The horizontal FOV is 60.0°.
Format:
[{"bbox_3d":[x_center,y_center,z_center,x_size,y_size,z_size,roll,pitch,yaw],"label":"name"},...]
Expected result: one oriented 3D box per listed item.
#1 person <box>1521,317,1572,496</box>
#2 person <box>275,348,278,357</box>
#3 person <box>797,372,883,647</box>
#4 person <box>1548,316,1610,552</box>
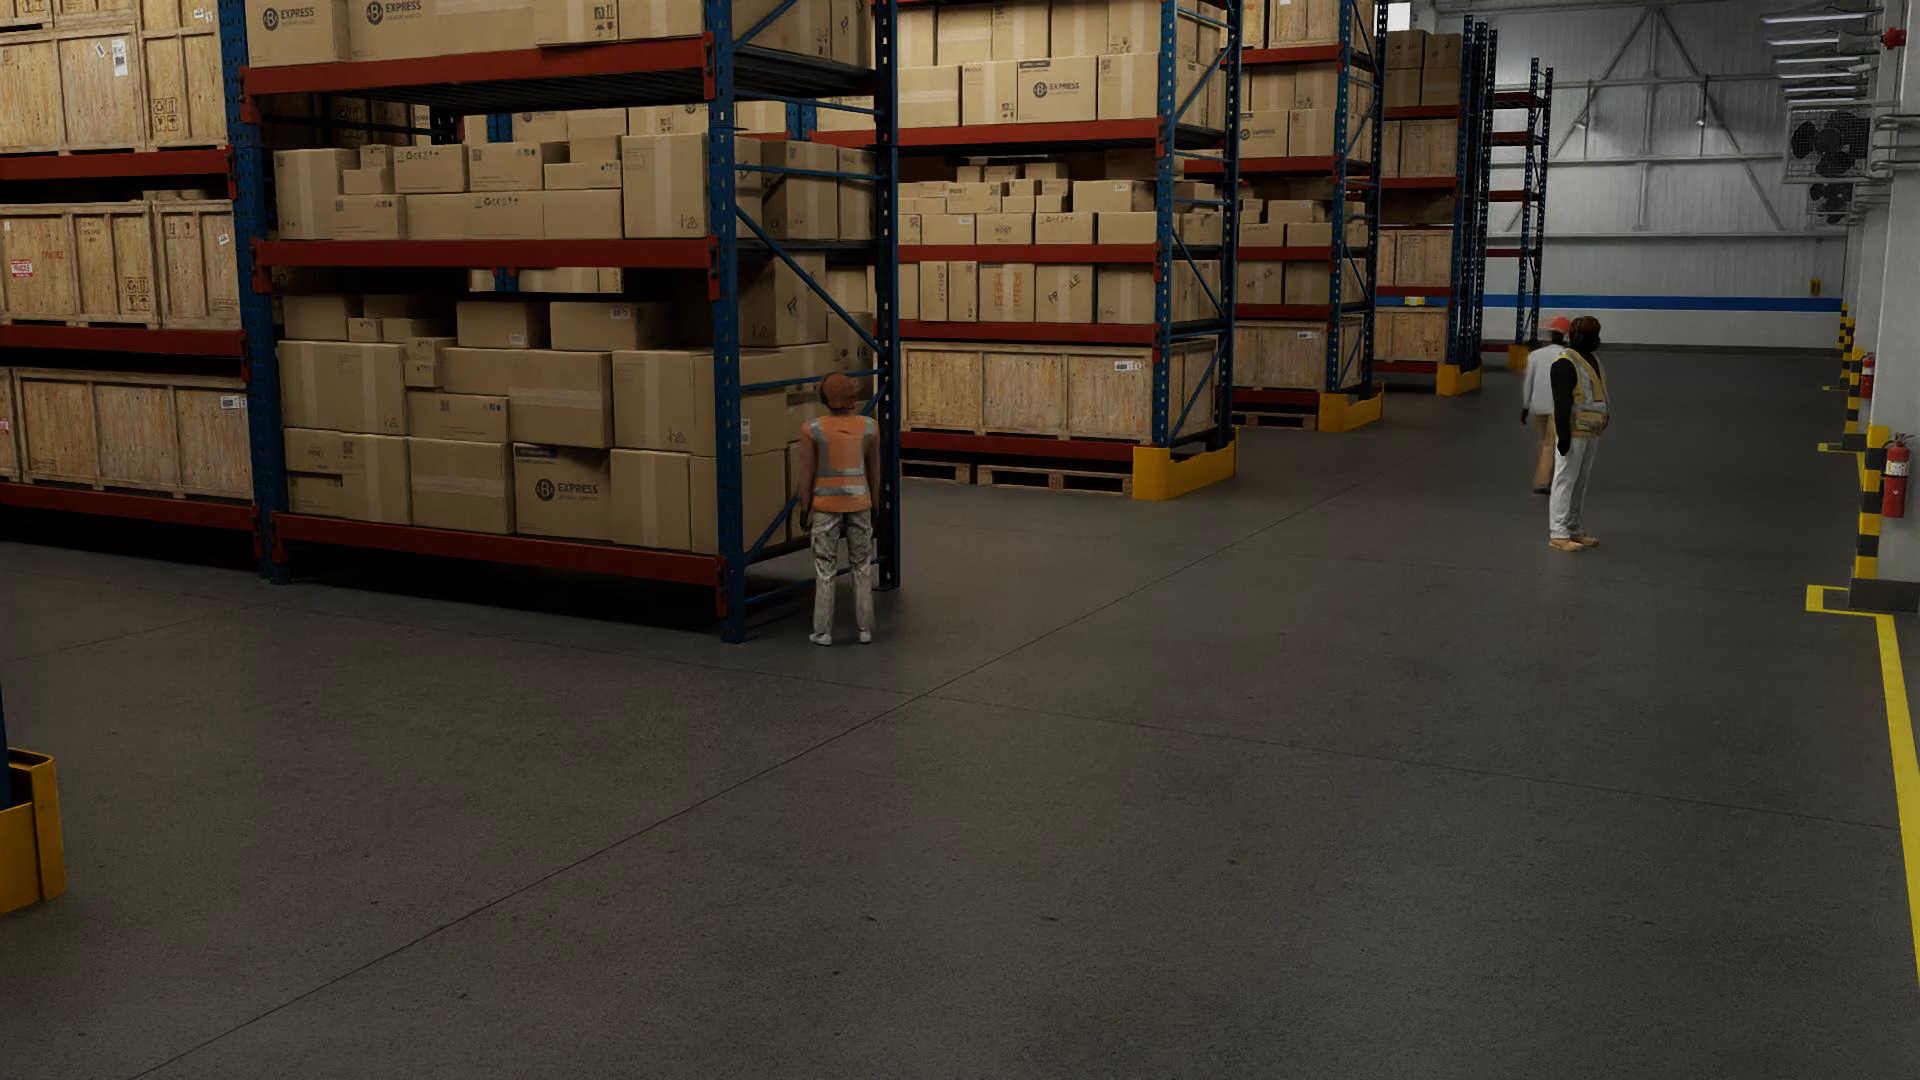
[{"bbox_3d":[5.809,-1.297,16.126,0.863,1.705,0.601,-8,13,-39],"label":"person"},{"bbox_3d":[-8.025,-1.984,19.460,0.377,1.936,0.549,-3,10,-15],"label":"person"},{"bbox_3d":[-0.704,-0.175,9.873,0.525,1.631,0.313,-4,10,-21],"label":"person"},{"bbox_3d":[4.869,-0.835,13.086,0.429,1.842,0.634,9,13,41],"label":"person"}]
